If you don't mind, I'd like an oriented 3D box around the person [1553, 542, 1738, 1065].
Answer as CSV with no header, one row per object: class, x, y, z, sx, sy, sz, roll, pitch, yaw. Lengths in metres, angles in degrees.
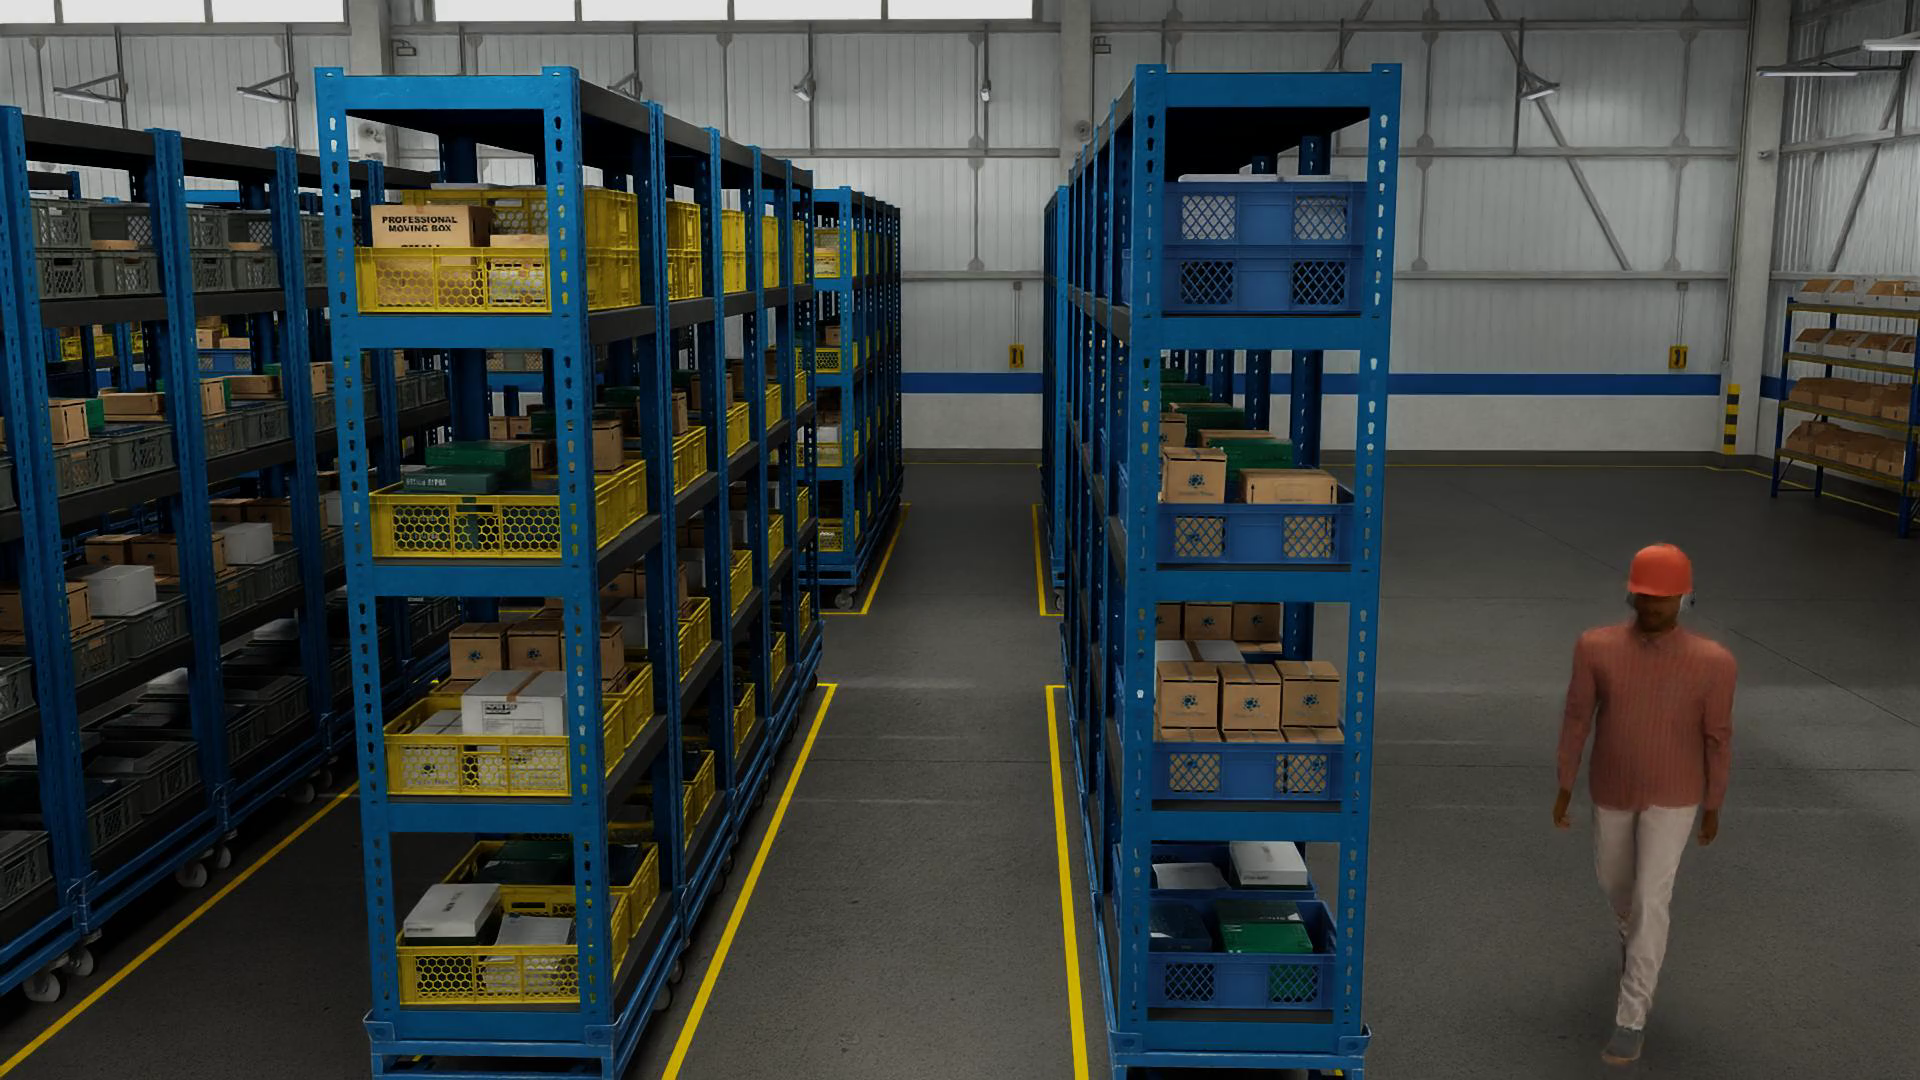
person,2.699,0.954,6.565,0.619,1.966,0.972,6,12,33
